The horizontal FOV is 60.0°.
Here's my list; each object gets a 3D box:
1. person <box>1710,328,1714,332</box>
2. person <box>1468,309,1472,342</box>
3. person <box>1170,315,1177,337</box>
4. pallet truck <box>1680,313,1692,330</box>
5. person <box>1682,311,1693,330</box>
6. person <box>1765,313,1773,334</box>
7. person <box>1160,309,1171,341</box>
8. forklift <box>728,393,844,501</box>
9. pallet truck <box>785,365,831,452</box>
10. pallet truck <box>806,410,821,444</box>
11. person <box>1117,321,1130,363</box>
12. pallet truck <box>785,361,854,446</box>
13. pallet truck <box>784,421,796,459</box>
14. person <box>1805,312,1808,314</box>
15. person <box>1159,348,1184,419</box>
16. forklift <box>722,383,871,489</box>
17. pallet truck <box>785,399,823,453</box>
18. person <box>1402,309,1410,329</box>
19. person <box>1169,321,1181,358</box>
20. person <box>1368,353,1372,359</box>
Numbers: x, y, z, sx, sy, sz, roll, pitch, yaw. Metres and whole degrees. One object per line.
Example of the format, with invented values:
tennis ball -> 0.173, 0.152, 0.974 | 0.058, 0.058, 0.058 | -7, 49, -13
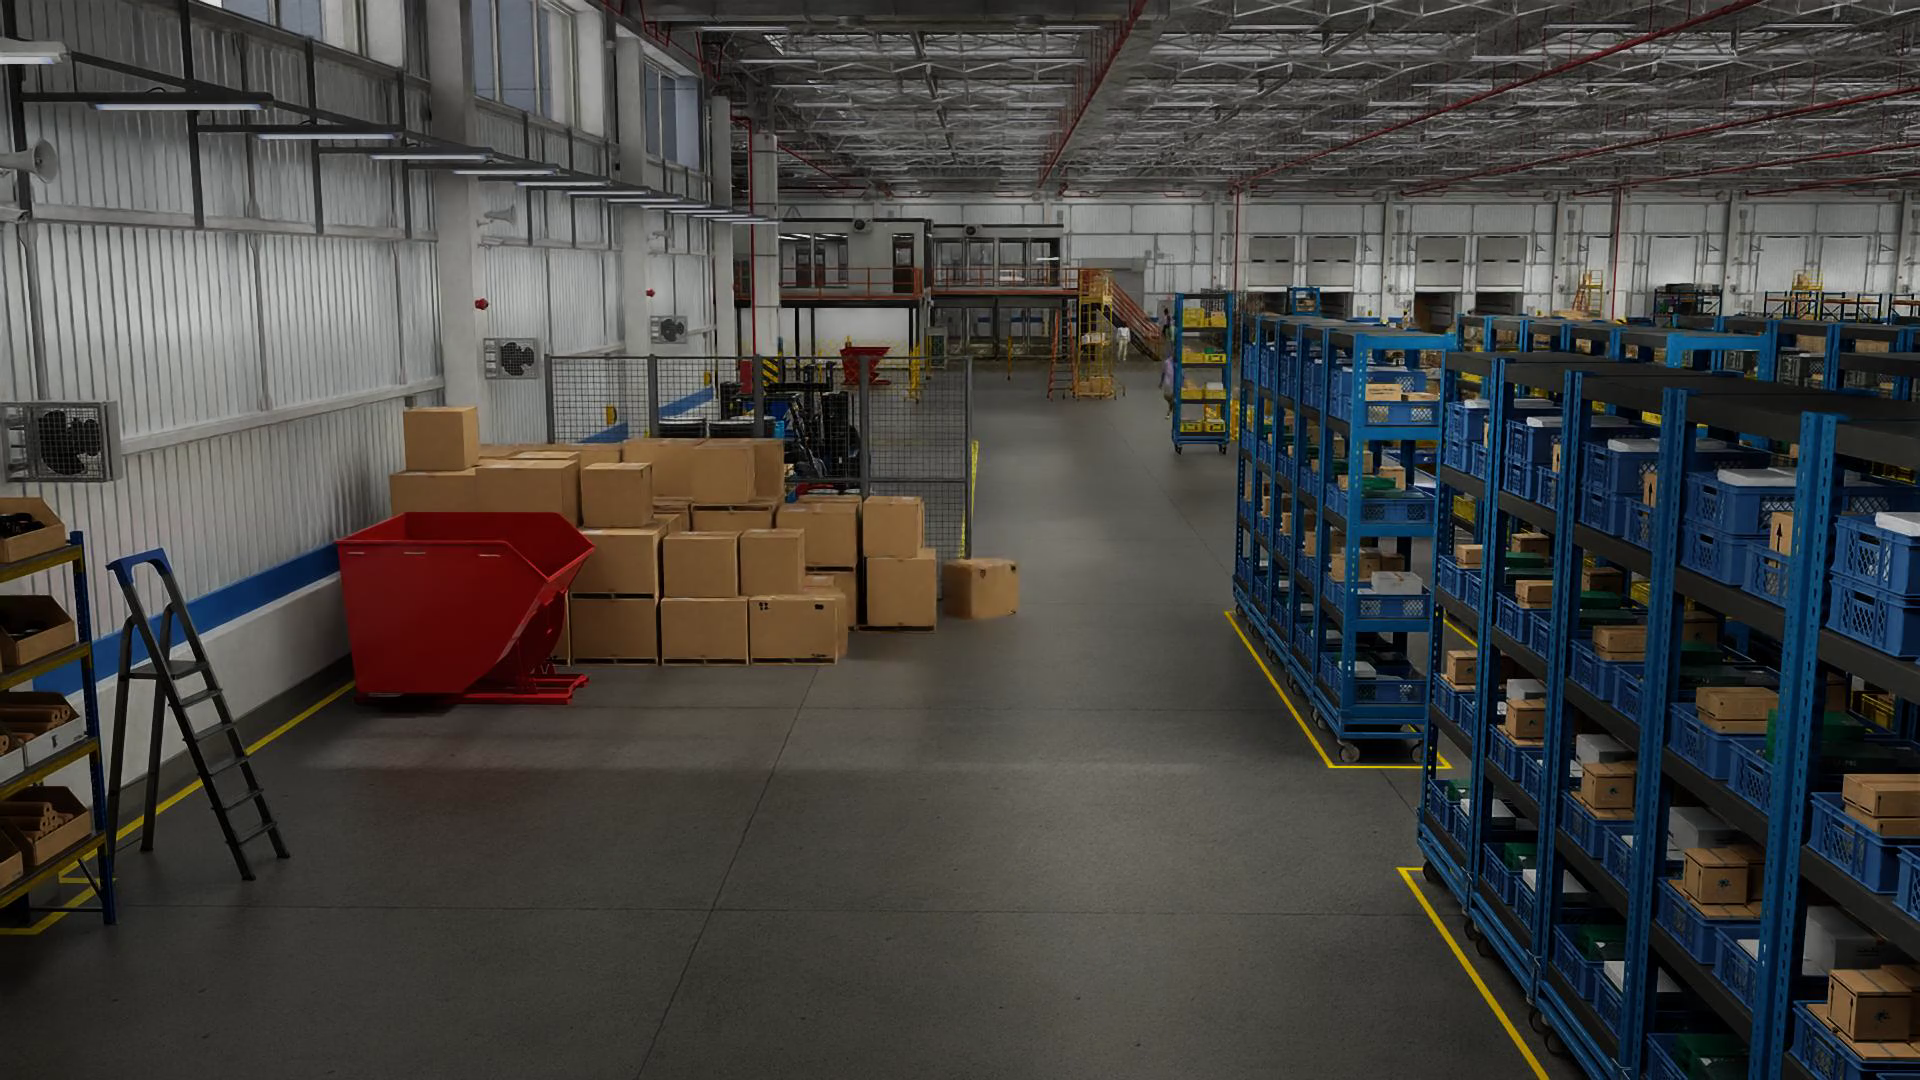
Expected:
person -> 33.374, -8.823, 73.932 | 0.386, 1.928, 0.544 | 1, 9, 4
person -> 29.438, -12.399, 96.180 | 0.385, 1.859, 0.548 | 0, 9, 1
person -> 10.856, -10.433, 83.987 | 0.576, 1.883, 0.352 | -3, 10, -20
pallet truck -> 36.315, -10.531, 84.244 | 0.823, 1.965, 1.885 | -6, 11, -33
person -> 37.617, -10.860, 86.138 | 0.984, 2.000, 0.703 | -4, 10, -24
person -> 42.909, -11.095, 88.210 | 0.430, 1.840, 0.625 | 2, 10, 15
person -> 11.971, -12.534, 96.940 | 0.859, 1.881, 0.616 | -2, 10, -15
forklift -> -2.979, -1.316, 26.476 | 2.680, 1.987, 1.157 | 0, 9, 1
pallet truck -> -3.774, -2.976, 37.635 | 1.885, 1.965, 0.823 | 1, 9, 5
pallet truck -> -3.559, -2.018, 33.905 | 1.522, 1.261, 0.704 | 0, 9, -1
person -> 7.272, -8.841, 74.172 | 0.575, 1.881, 0.367 | -2, 10, -15
pallet truck -> -3.410, -3.193, 38.978 | 1.885, 1.965, 0.823 | 0, 9, -1
pallet truck -> -4.013, -1.793, 32.705 | 1.601, 1.201, 0.680 | 0, 9, 1
person -> 44.820, -11.146, 88.247 | 0.365, 1.931, 0.631 | 2, 9, 12
person -> 5.894, -4.344, 46.075 | 0.704, 1.999, 0.680 | 4, 10, 25
forklift -> -2.893, -1.687, 28.729 | 2.680, 1.987, 1.157 | 0, 9, -1
pallet truck -> -3.814, -2.432, 36.419 | 1.630, 1.274, 0.653 | 0, 9, 1
person -> 25.267, -12.128, 94.344 | 0.585, 1.918, 0.395 | -6, 11, -31
person -> 9.799, -9.006, 75.248 | 0.592, 1.871, 1.006 | 8, 12, 41
person -> 12.995, -5.229, 52.106 | 0.403, 1.820, 0.594 | -3, 10, -17
